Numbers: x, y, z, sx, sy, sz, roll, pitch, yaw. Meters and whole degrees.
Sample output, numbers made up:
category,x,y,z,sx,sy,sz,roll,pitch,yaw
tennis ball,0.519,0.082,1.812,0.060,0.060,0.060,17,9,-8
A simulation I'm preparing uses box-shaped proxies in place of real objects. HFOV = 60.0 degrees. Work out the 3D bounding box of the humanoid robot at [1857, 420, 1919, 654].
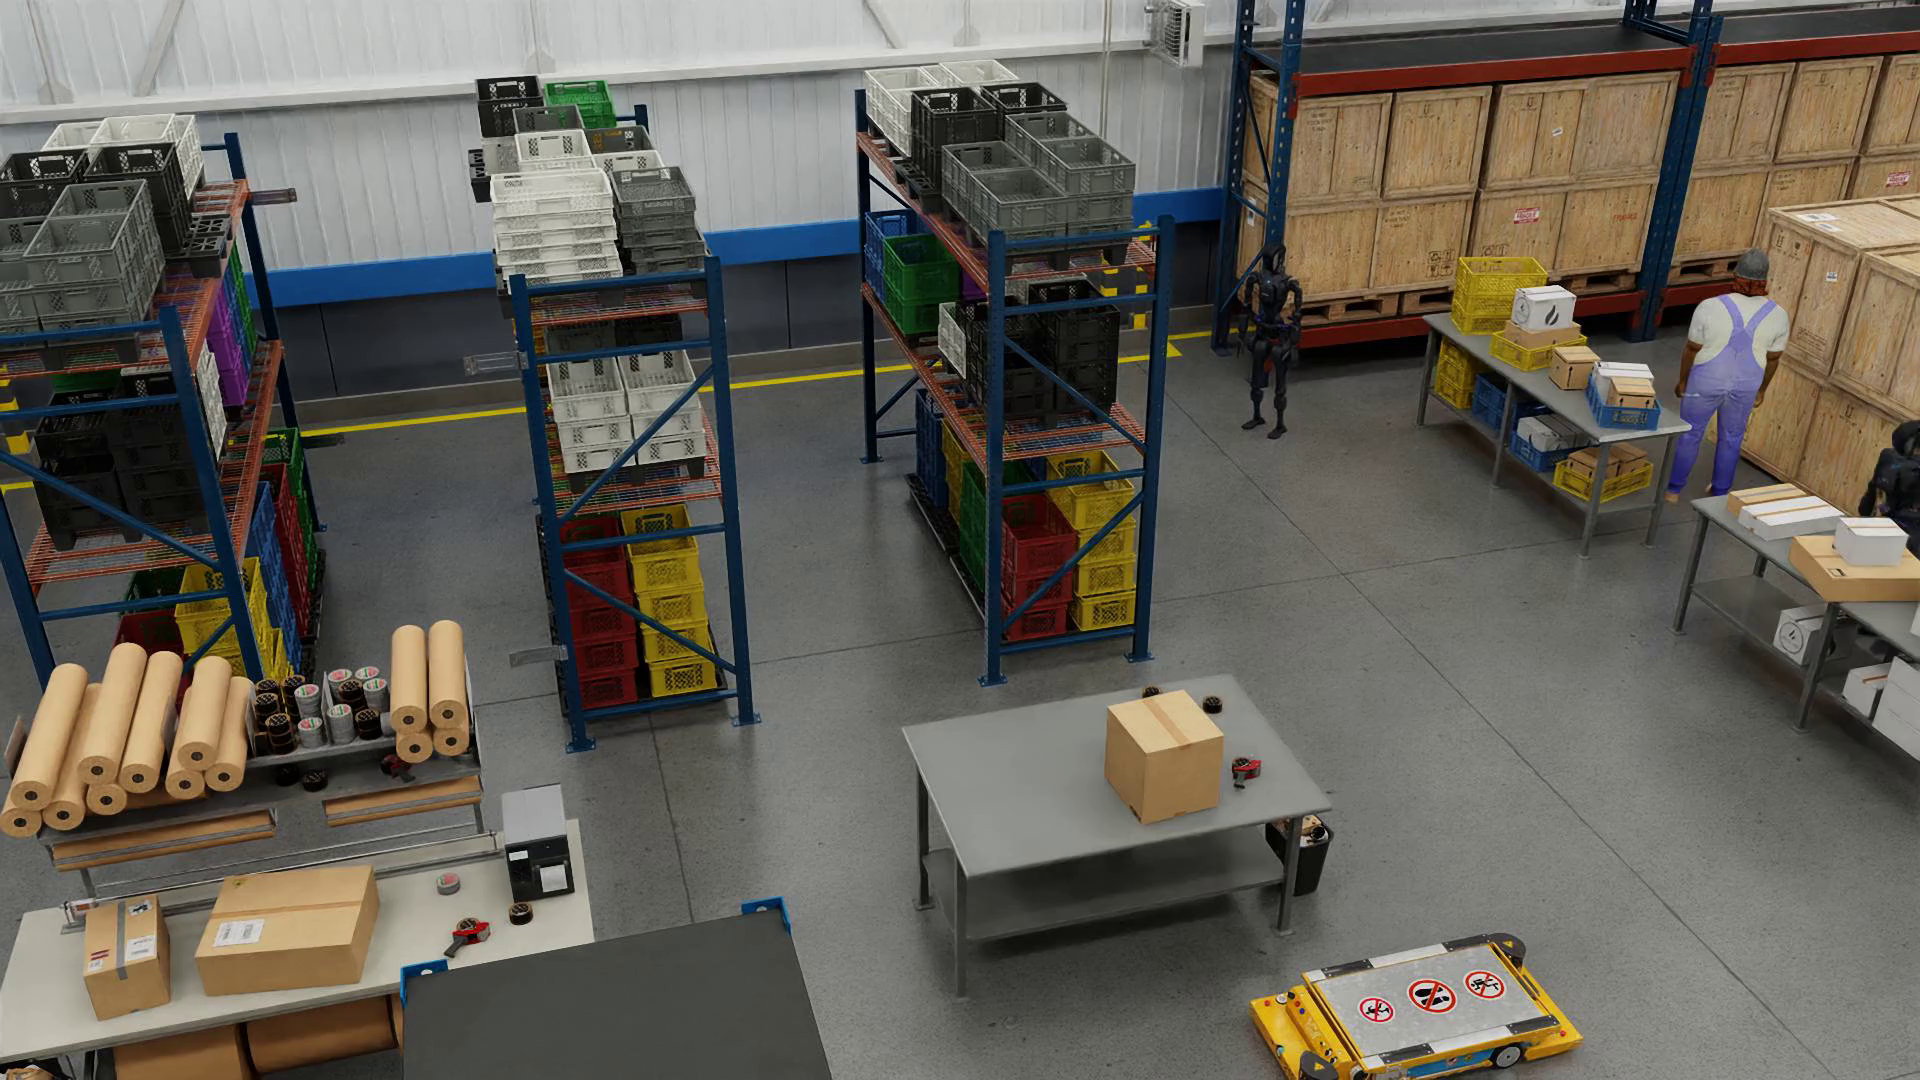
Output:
category,x,y,z,sx,sy,sz,roll,pitch,yaw
humanoid robot,6.029,-0.024,10.753,0.413,1.633,0.708,-2,29,-4

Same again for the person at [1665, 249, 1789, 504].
category,x,y,z,sx,sy,sz,roll,pitch,yaw
person,5.767,-1.229,12.560,0.679,2.000,0.536,6,29,10

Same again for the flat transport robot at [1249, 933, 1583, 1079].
category,x,y,z,sx,sy,sz,roll,pitch,yaw
flat transport robot,2.184,2.282,7.980,1.431,0.197,0.652,-8,30,-14

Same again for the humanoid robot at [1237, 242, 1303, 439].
category,x,y,z,sx,sy,sz,roll,pitch,yaw
humanoid robot,2.563,-1.649,13.696,0.594,1.647,0.330,22,36,35
